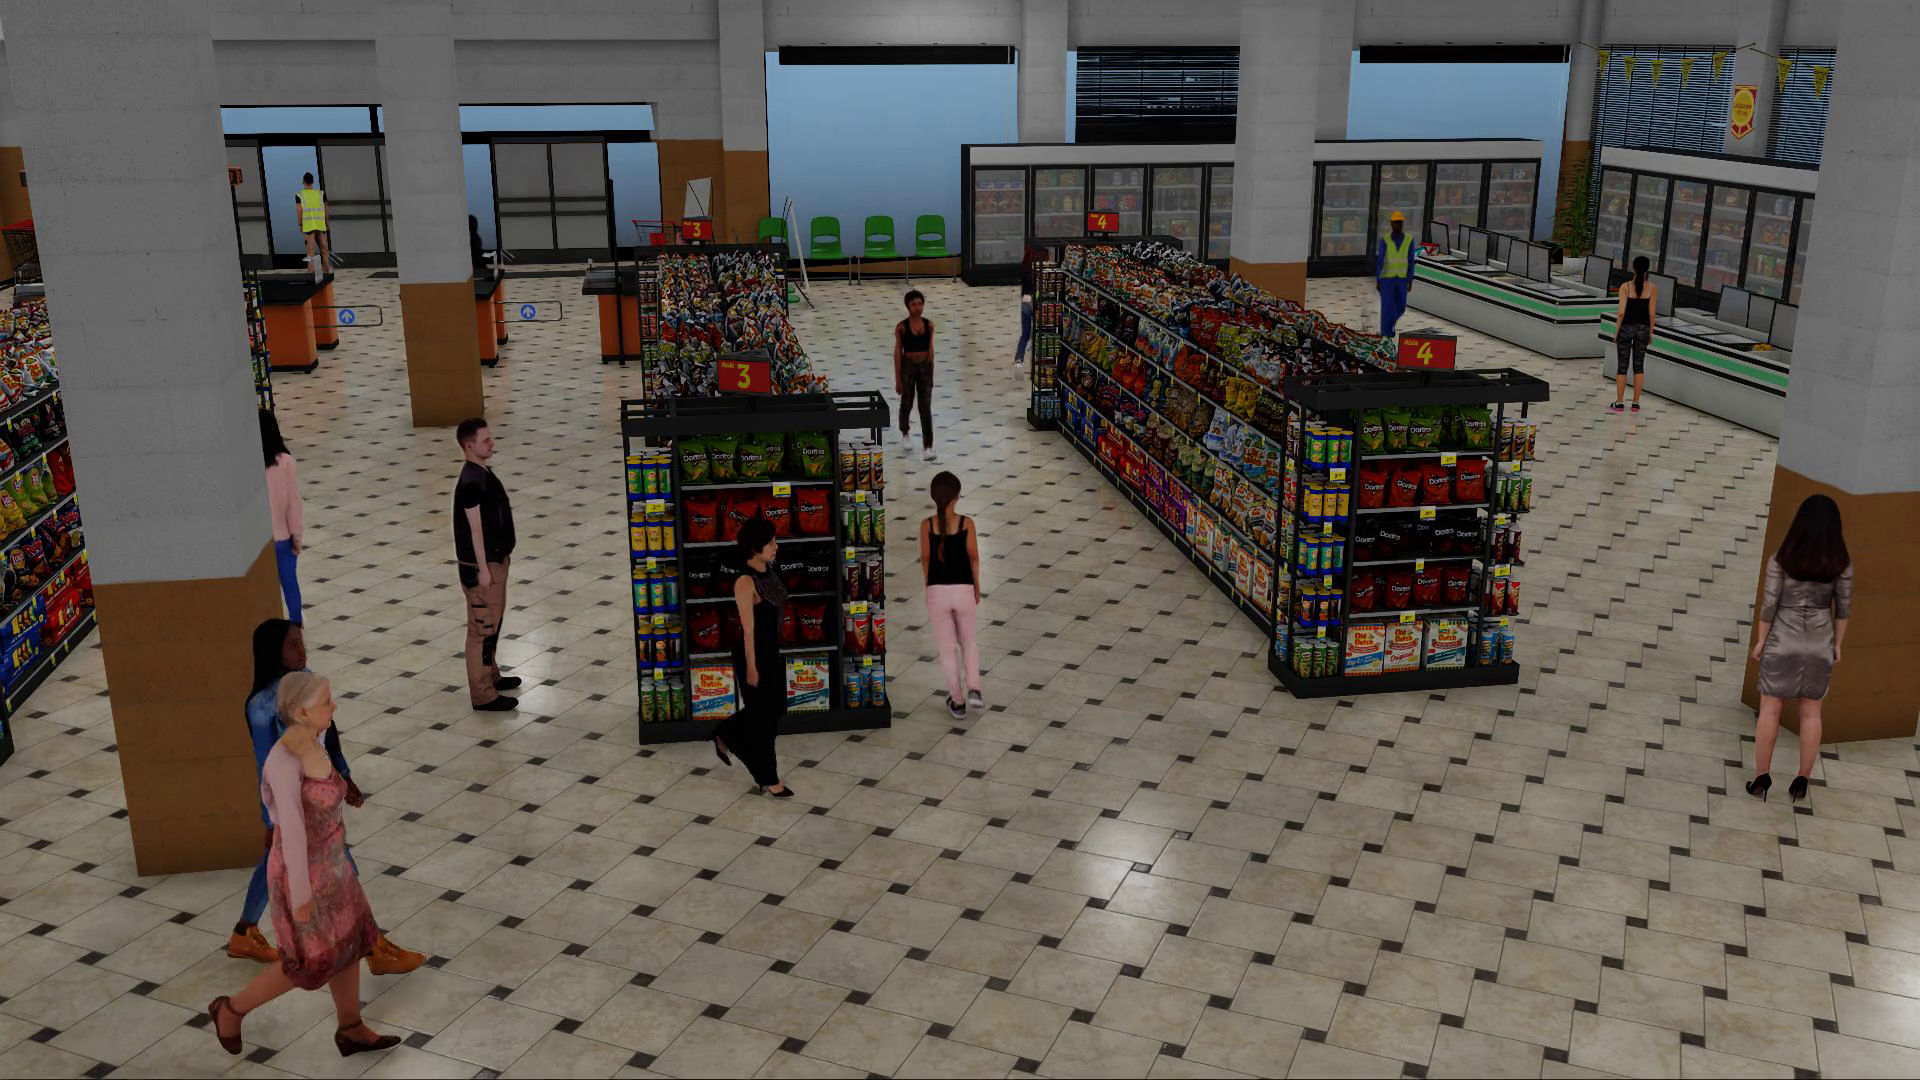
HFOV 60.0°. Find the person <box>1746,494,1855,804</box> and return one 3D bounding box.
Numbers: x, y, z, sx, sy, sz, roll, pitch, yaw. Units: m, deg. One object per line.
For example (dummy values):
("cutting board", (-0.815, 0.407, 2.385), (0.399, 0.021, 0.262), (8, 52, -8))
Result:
("person", (4.552, 0.596, 9.032), (0.655, 1.746, 0.638), (4, 17, 13))

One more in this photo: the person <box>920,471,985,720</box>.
("person", (-0.056, 0.372, 10.118), (0.542, 1.544, 0.604), (-1, 17, -4))

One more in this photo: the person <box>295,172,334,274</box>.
("person", (-11.083, -5.374, 28.517), (0.840, 1.847, 0.881), (-14, 22, -38))

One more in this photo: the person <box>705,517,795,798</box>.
("person", (-1.180, 0.644, 9.138), (0.802, 1.592, 0.811), (4, 17, 12))

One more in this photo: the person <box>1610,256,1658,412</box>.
("person", (7.547, -2.307, 18.643), (0.641, 1.716, 0.632), (3, 17, 10))

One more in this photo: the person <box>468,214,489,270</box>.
("person", (-6.903, -3.833, 23.867), (0.812, 1.602, 0.739), (4, 17, 12))

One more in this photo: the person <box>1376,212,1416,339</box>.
("person", (5.869, -3.546, 22.580), (0.733, 1.799, 0.986), (-1, 17, -3))

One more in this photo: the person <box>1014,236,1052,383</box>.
("person", (0.859, -2.736, 19.985), (0.993, 1.757, 1.193), (7, 18, 22))

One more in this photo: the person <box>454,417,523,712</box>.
("person", (-2.993, 0.127, 10.413), (0.727, 1.841, 0.500), (-3, 17, -9))

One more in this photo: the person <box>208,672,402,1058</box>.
("person", (-2.692, 1.349, 6.678), (0.686, 1.673, 0.886), (-1, 17, -3))

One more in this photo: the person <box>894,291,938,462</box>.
("person", (-0.477, -1.623, 16.516), (0.698, 1.643, 1.213), (-5, 18, -16))

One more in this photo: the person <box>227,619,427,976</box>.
("person", (-2.980, 1.166, 7.295), (0.826, 1.665, 1.144), (1, 17, 2))
